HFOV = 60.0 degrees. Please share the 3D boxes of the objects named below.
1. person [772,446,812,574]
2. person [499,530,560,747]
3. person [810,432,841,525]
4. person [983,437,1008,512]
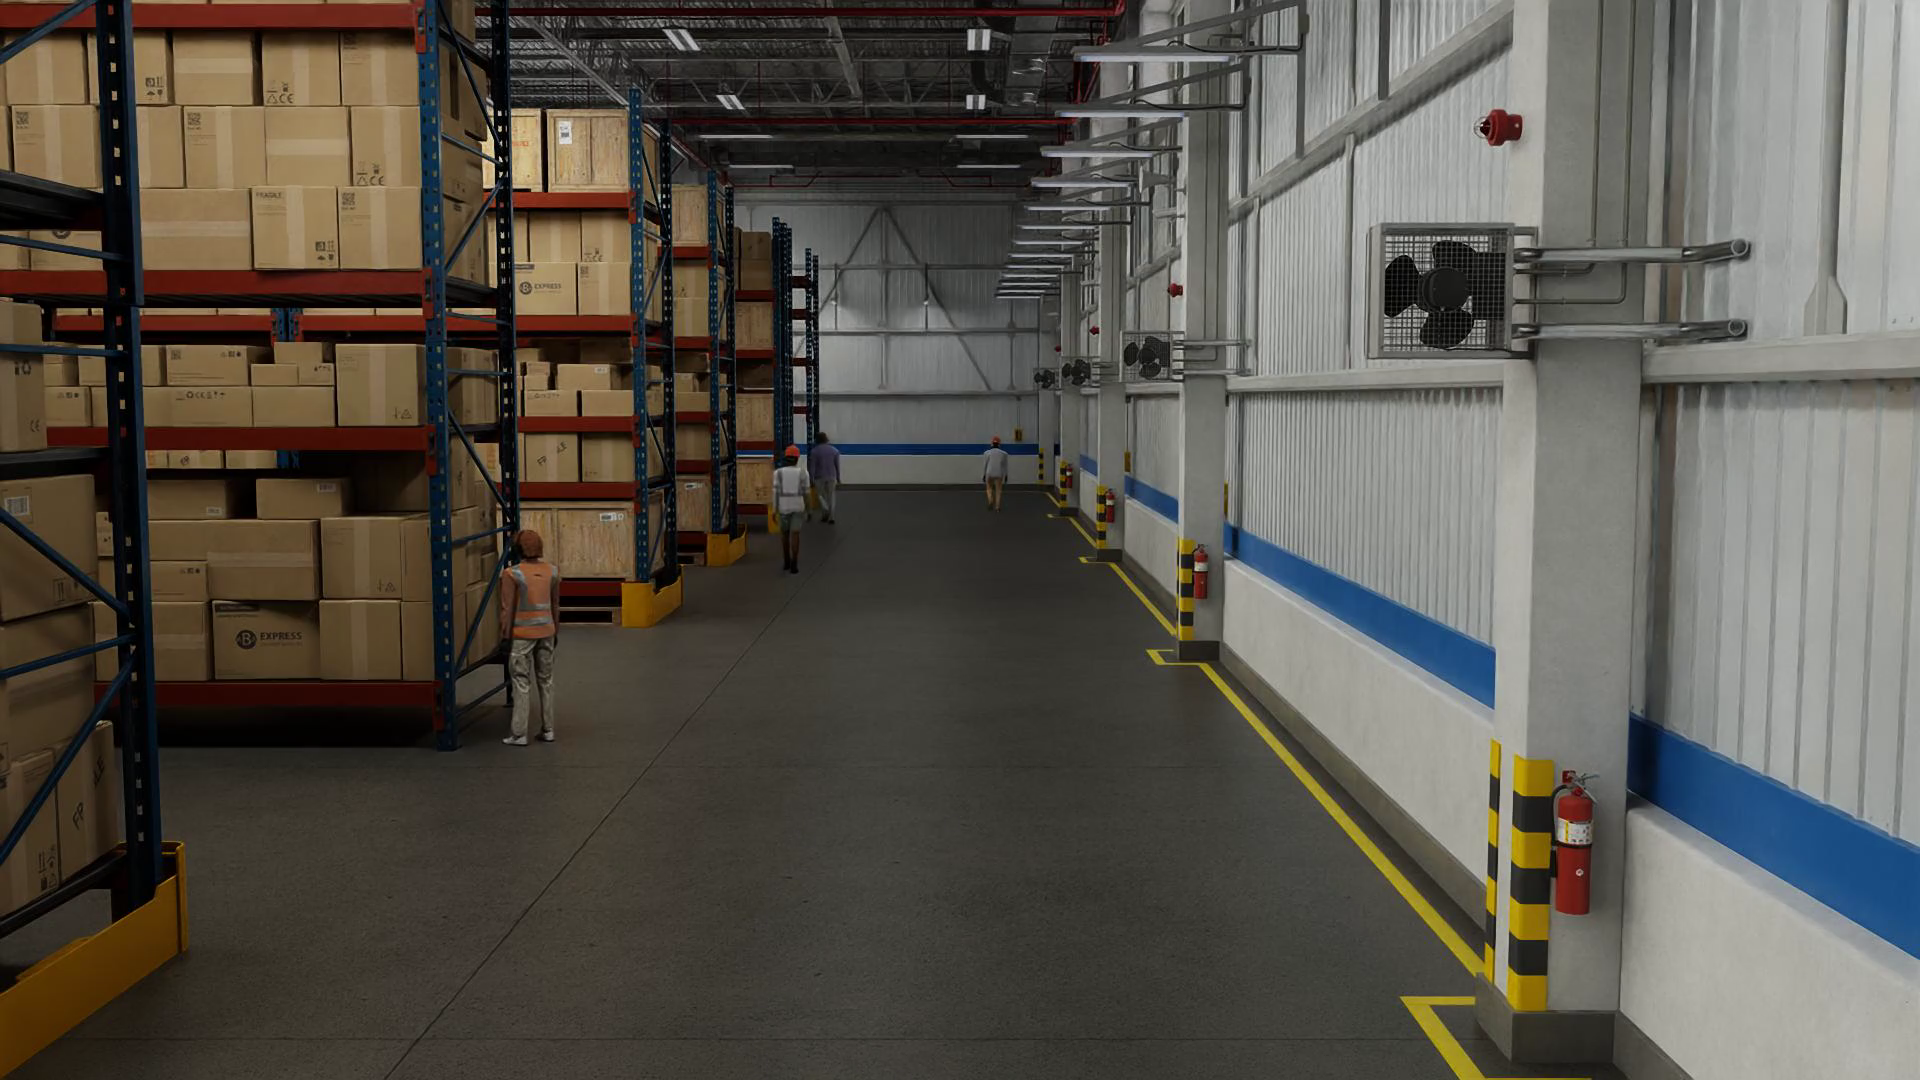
[{"bbox_3d":[-2.514,-0.462,25.019,0.578,1.884,0.991,0,5,0],"label":"person"},{"bbox_3d":[-3.235,0.736,12.555,0.314,1.631,0.525,4,6,39],"label":"person"},{"bbox_3d":[-2.782,-1.265,34.277,0.732,1.896,0.654,-3,6,-29],"label":"person"},{"bbox_3d":[0.811,-1.506,38.177,0.589,1.708,0.869,0,5,-1],"label":"person"}]
